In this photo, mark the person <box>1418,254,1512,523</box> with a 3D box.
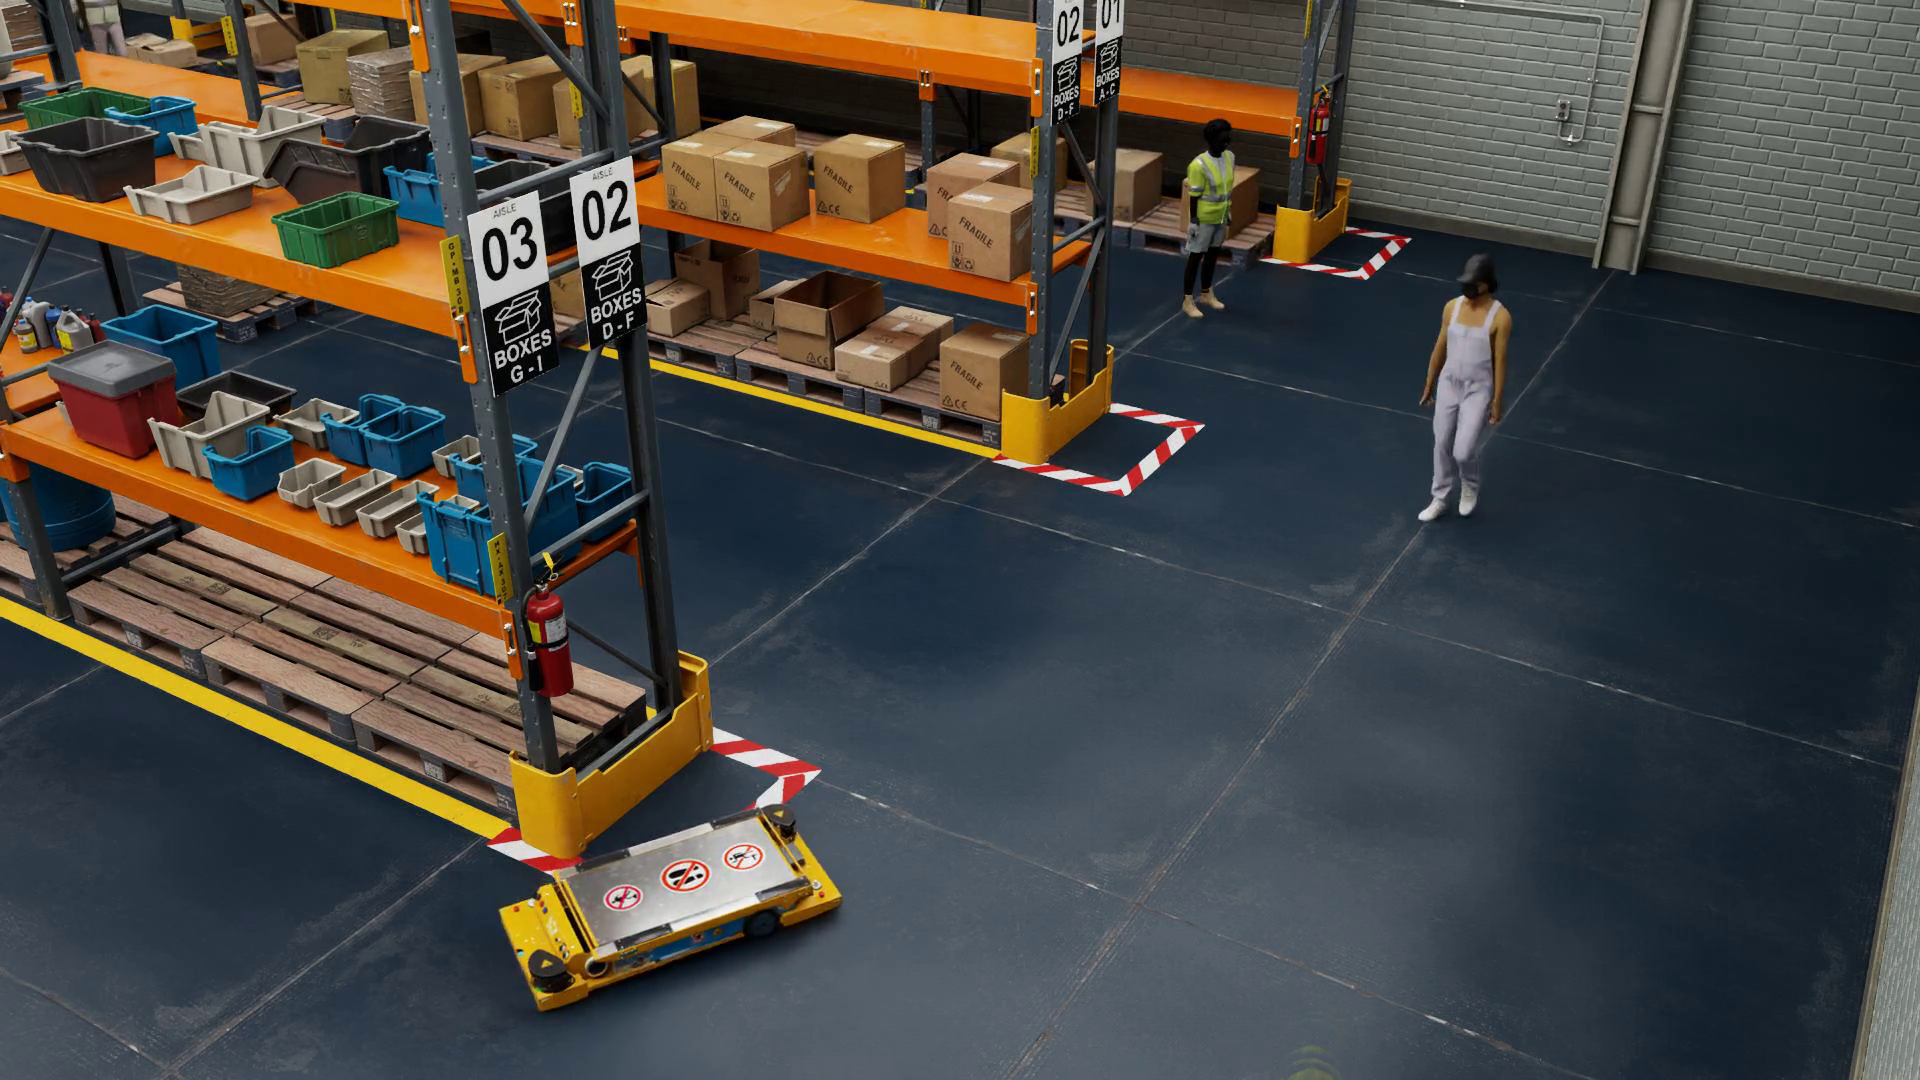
[{"bbox_3d":[3.237,-0.950,10.717,0.539,1.846,0.412,26,38,38],"label":"person"}]

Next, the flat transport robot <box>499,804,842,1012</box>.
[{"bbox_3d":[-1.330,1.660,7.654,1.431,0.231,0.659,-15,32,-24],"label":"flat transport robot"}]

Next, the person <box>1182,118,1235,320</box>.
[{"bbox_3d":[2.111,-2.720,14.043,0.539,1.696,0.316,-25,37,-37],"label":"person"}]

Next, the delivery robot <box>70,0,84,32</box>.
[{"bbox_3d":[-12.983,-7.668,24.077,0.510,0.573,0.744,-7,30,-12],"label":"delivery robot"}]

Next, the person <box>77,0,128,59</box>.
[{"bbox_3d":[-10.514,-6.338,20.411,0.731,1.816,0.568,25,38,38],"label":"person"}]
